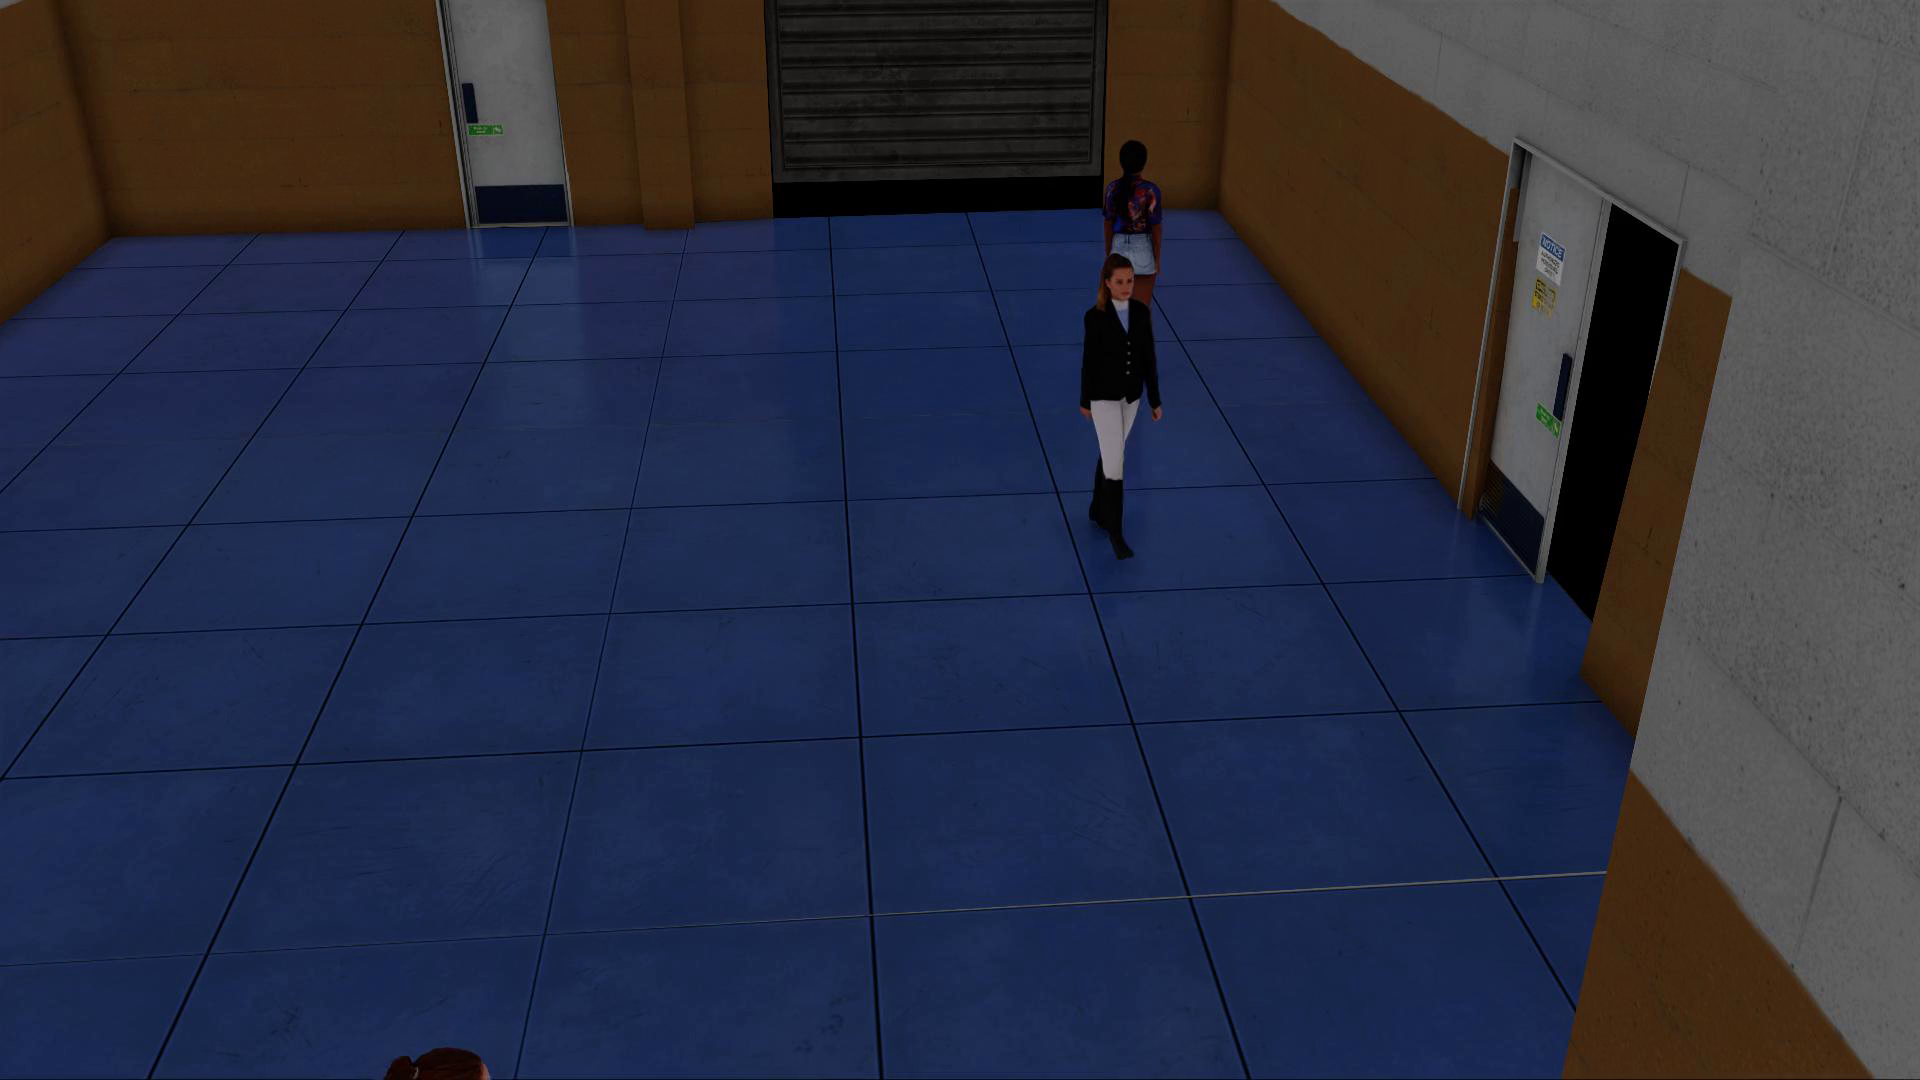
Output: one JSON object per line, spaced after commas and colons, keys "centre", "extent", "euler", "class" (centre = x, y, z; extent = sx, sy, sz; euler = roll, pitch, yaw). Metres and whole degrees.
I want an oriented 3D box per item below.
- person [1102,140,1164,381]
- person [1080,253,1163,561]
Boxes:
{"centre": [1.225, -1.998, 11.936], "extent": [0.605, 1.745, 0.728], "euler": [10, 29, 20], "class": "person"}
{"centre": [0.865, -0.817, 9.632], "extent": [0.988, 1.704, 0.824], "euler": [-11, 29, -21], "class": "person"}
